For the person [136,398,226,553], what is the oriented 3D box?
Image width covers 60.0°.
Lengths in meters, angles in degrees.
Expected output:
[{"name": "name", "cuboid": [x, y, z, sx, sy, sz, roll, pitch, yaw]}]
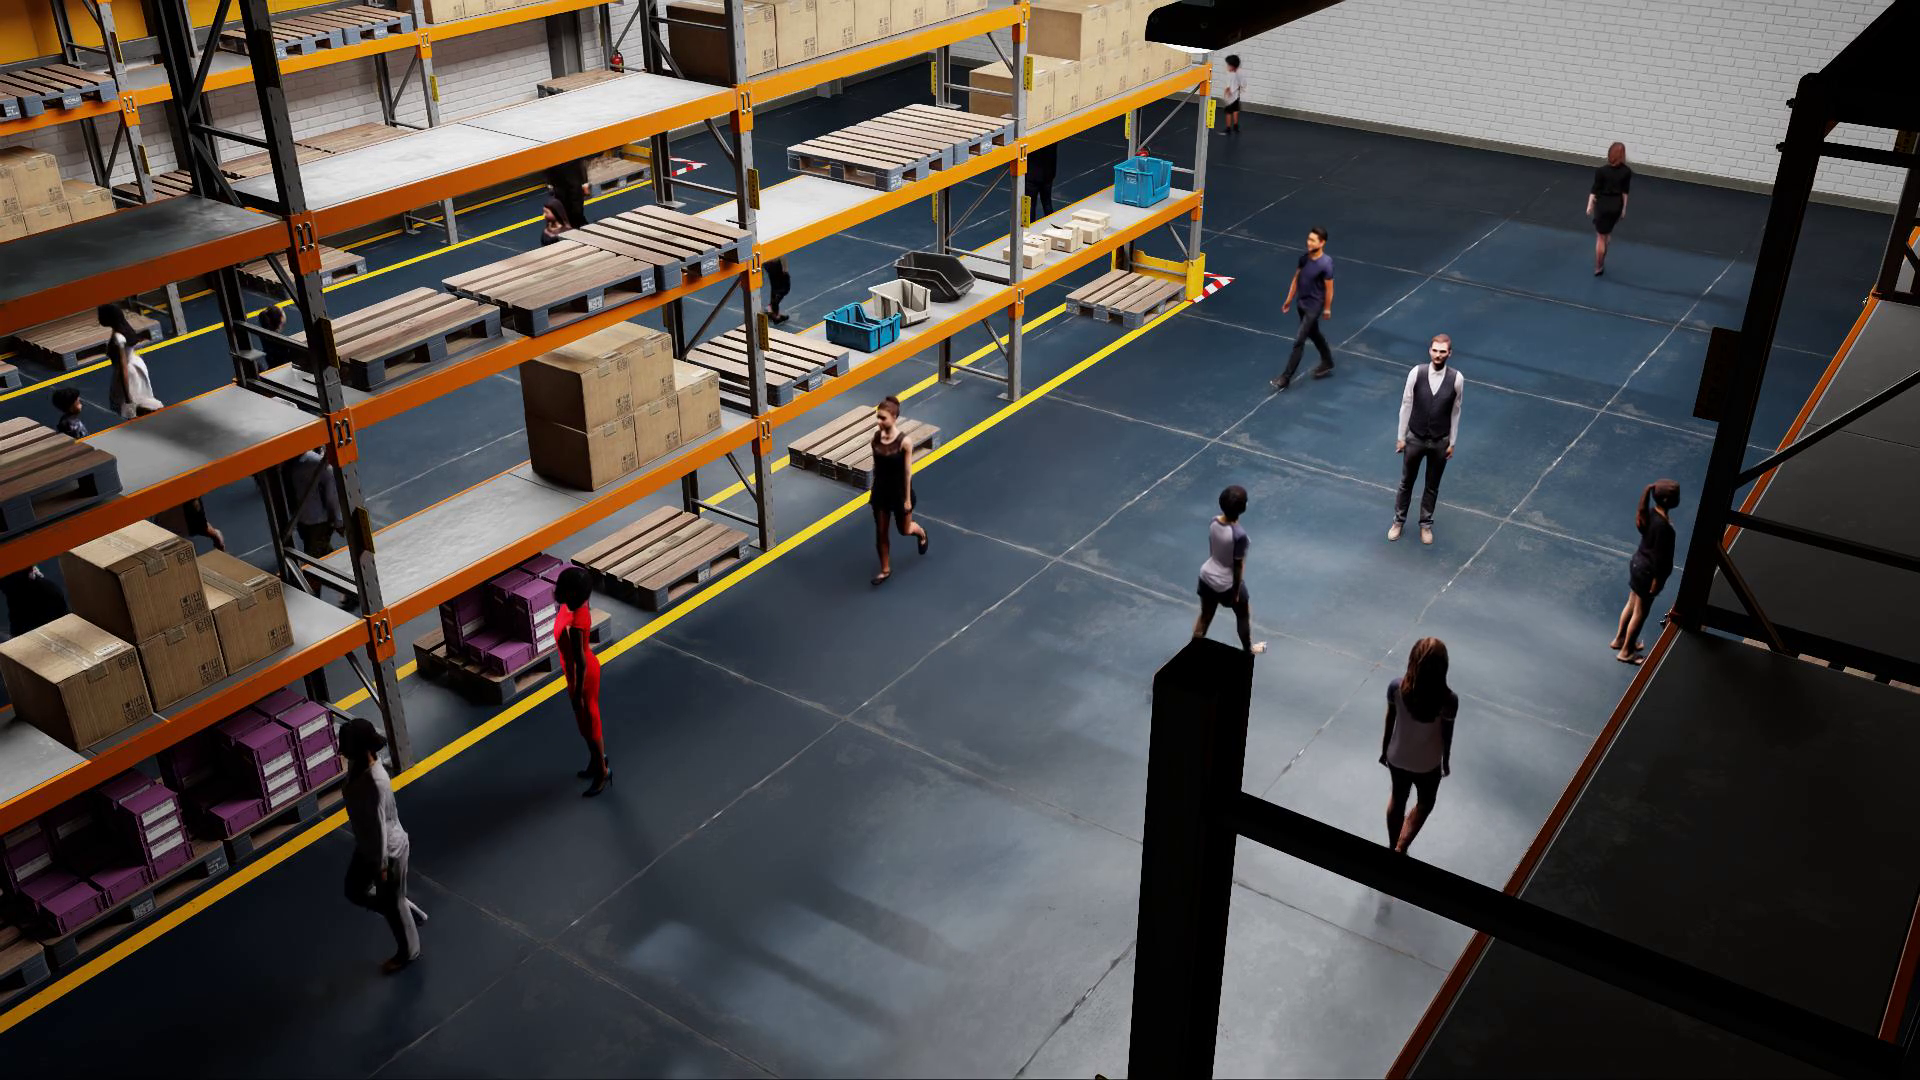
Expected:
[{"name": "person", "cuboid": [-6.500, -0.393, 13.906, 0.953, 1.731, 1.118, 1, 29, 3]}]

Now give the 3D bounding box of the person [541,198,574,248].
[{"name": "person", "cuboid": [-4.458, -3.046, 18.795, 0.854, 1.705, 0.814, -18, 34, -30]}]

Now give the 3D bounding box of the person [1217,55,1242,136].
[{"name": "person", "cuboid": [4.434, -7.212, 26.911, 0.424, 1.248, 0.821, -22, 35, -34]}]

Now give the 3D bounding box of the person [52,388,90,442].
[{"name": "person", "cuboid": [-8.089, -0.761, 15.123, 0.924, 1.211, 0.711, -16, 32, -27]}]

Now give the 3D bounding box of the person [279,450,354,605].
[{"name": "person", "cuboid": [-5.165, -0.165, 13.455, 0.762, 1.764, 1.198, 15, 32, 26]}]

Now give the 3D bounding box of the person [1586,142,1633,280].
[{"name": "person", "cuboid": [8.088, -4.068, 20.686, 0.738, 1.691, 0.788, 0, 29, 1]}]

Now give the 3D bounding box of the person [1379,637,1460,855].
[{"name": "person", "cuboid": [2.866, 1.428, 10.582, 0.614, 1.717, 0.802, 17, 33, 28]}]

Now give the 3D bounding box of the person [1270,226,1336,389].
[{"name": "person", "cuboid": [3.807, -2.498, 17.747, 1.251, 1.747, 1.030, -13, 31, -22]}]

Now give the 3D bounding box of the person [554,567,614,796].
[{"name": "person", "cuboid": [-2.592, 0.964, 11.409, 0.687, 1.740, 0.648, -8, 30, -14]}]

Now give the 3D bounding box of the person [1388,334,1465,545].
[{"name": "person", "cuboid": [4.117, -0.907, 14.633, 0.730, 1.938, 0.678, 8, 30, 14]}]

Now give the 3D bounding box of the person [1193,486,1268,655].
[{"name": "person", "cuboid": [1.971, 0.325, 12.792, 0.966, 1.536, 0.763, -18, 34, -30]}]

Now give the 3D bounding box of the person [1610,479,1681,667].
[{"name": "person", "cuboid": [5.358, 0.224, 12.958, 0.694, 1.555, 0.606, 3, 29, 6]}]

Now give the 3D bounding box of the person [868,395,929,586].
[{"name": "person", "cuboid": [-0.521, -0.438, 14.062, 0.645, 1.659, 0.923, 15, 32, 26]}]

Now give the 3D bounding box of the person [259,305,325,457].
[{"name": "person", "cuboid": [-6.440, -1.376, 15.761, 0.657, 1.679, 1.090, 14, 32, 24]}]

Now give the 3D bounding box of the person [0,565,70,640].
[{"name": "person", "cuboid": [-6.259, 0.814, 11.643, 0.746, 1.778, 0.908, 17, 33, 28]}]

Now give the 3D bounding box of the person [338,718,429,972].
[{"name": "person", "cuboid": [-3.363, 1.784, 9.880, 0.734, 1.765, 0.675, -22, 36, -35]}]
